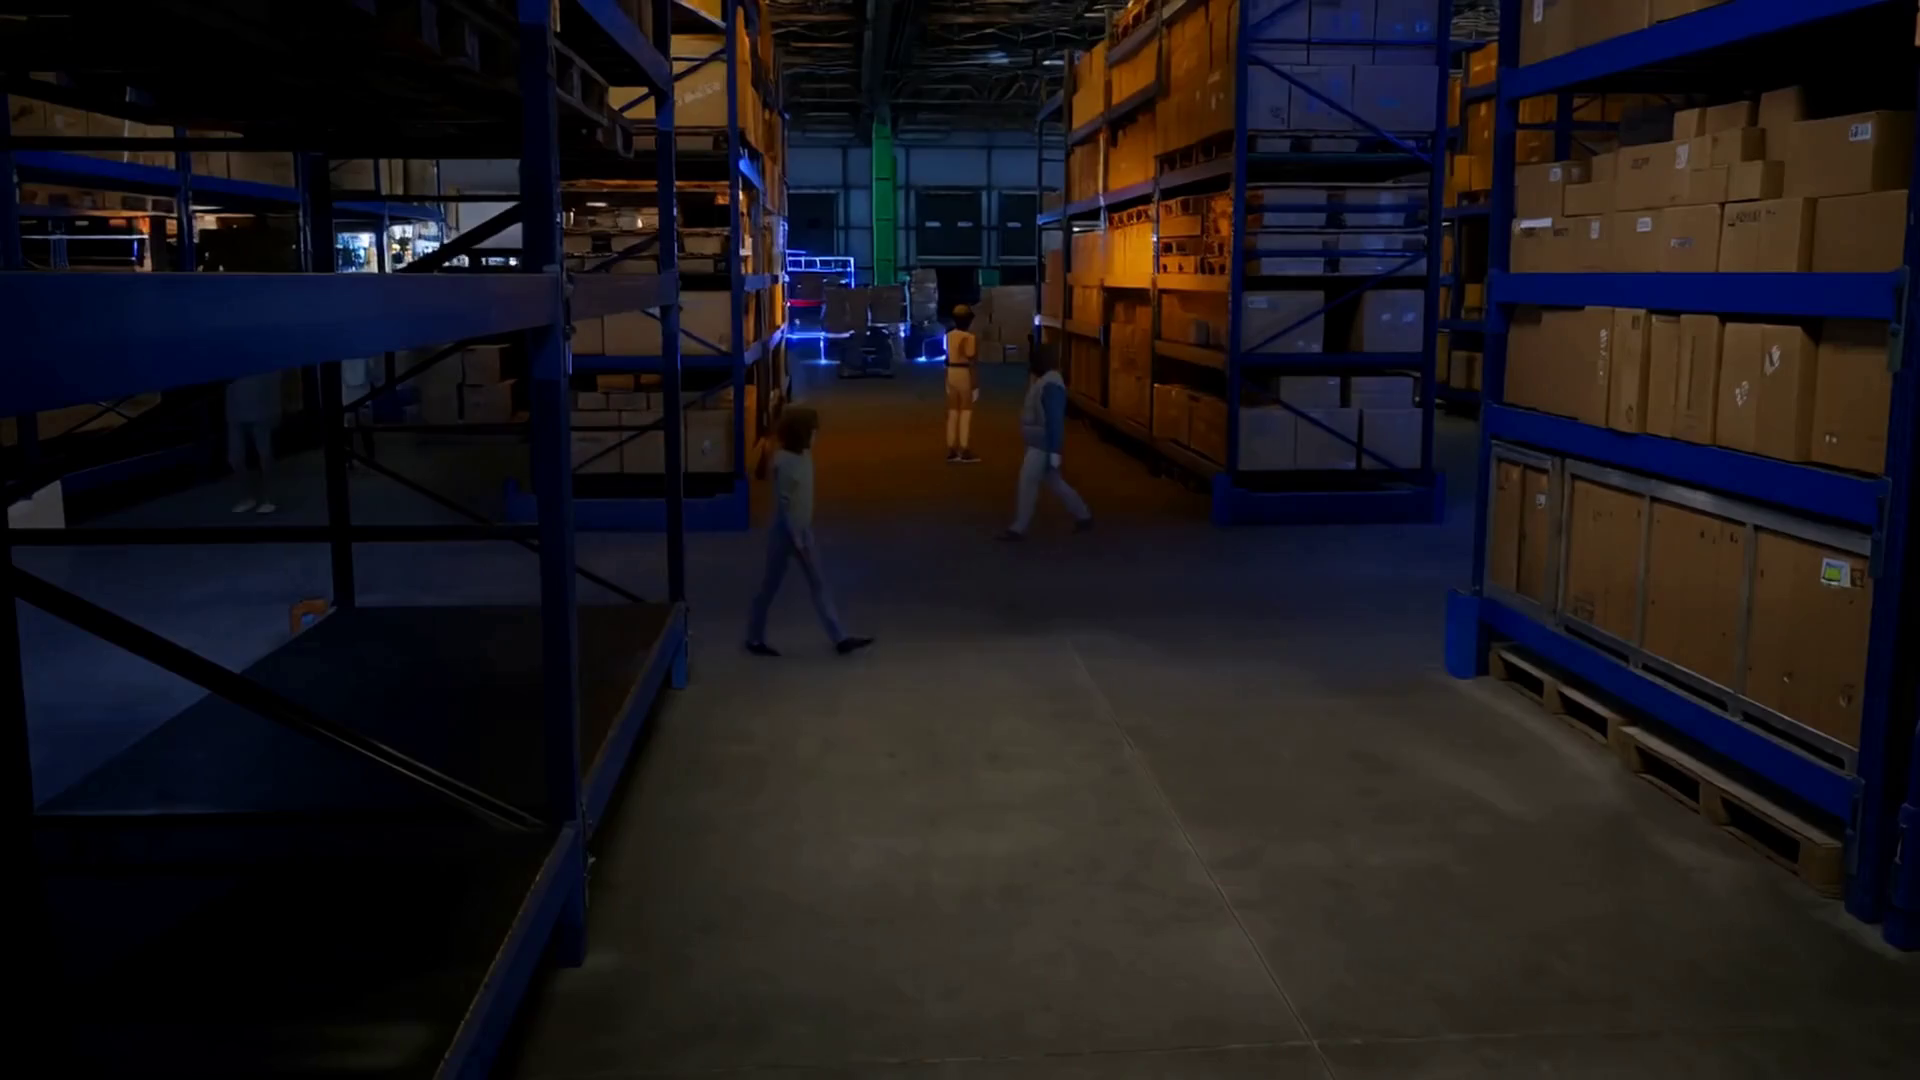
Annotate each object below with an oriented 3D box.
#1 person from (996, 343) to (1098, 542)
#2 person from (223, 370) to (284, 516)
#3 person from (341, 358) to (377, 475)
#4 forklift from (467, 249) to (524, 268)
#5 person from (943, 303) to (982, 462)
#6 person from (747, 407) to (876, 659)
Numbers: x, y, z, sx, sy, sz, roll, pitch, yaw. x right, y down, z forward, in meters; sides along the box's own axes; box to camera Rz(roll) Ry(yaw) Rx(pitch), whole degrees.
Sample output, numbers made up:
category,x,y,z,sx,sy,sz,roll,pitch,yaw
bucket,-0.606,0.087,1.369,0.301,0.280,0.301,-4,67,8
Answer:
category,x,y,z,sx,sy,sz,roll,pitch,yaw
person,0.810,-0.881,15.028,0.906,1.813,0.627,-1,9,-3
person,-7.093,-1.175,16.597,0.680,1.885,0.617,2,9,10
person,-7.297,-1.627,20.047,0.540,1.695,0.316,-6,11,-32
forklift,-7.351,-3.280,26.726,1.129,2.768,1.873,-1,9,-4
person,0.041,-2.026,21.472,0.395,2.042,0.611,-7,12,-38
person,-0.976,-0.022,10.309,0.870,1.584,0.510,4,10,22
